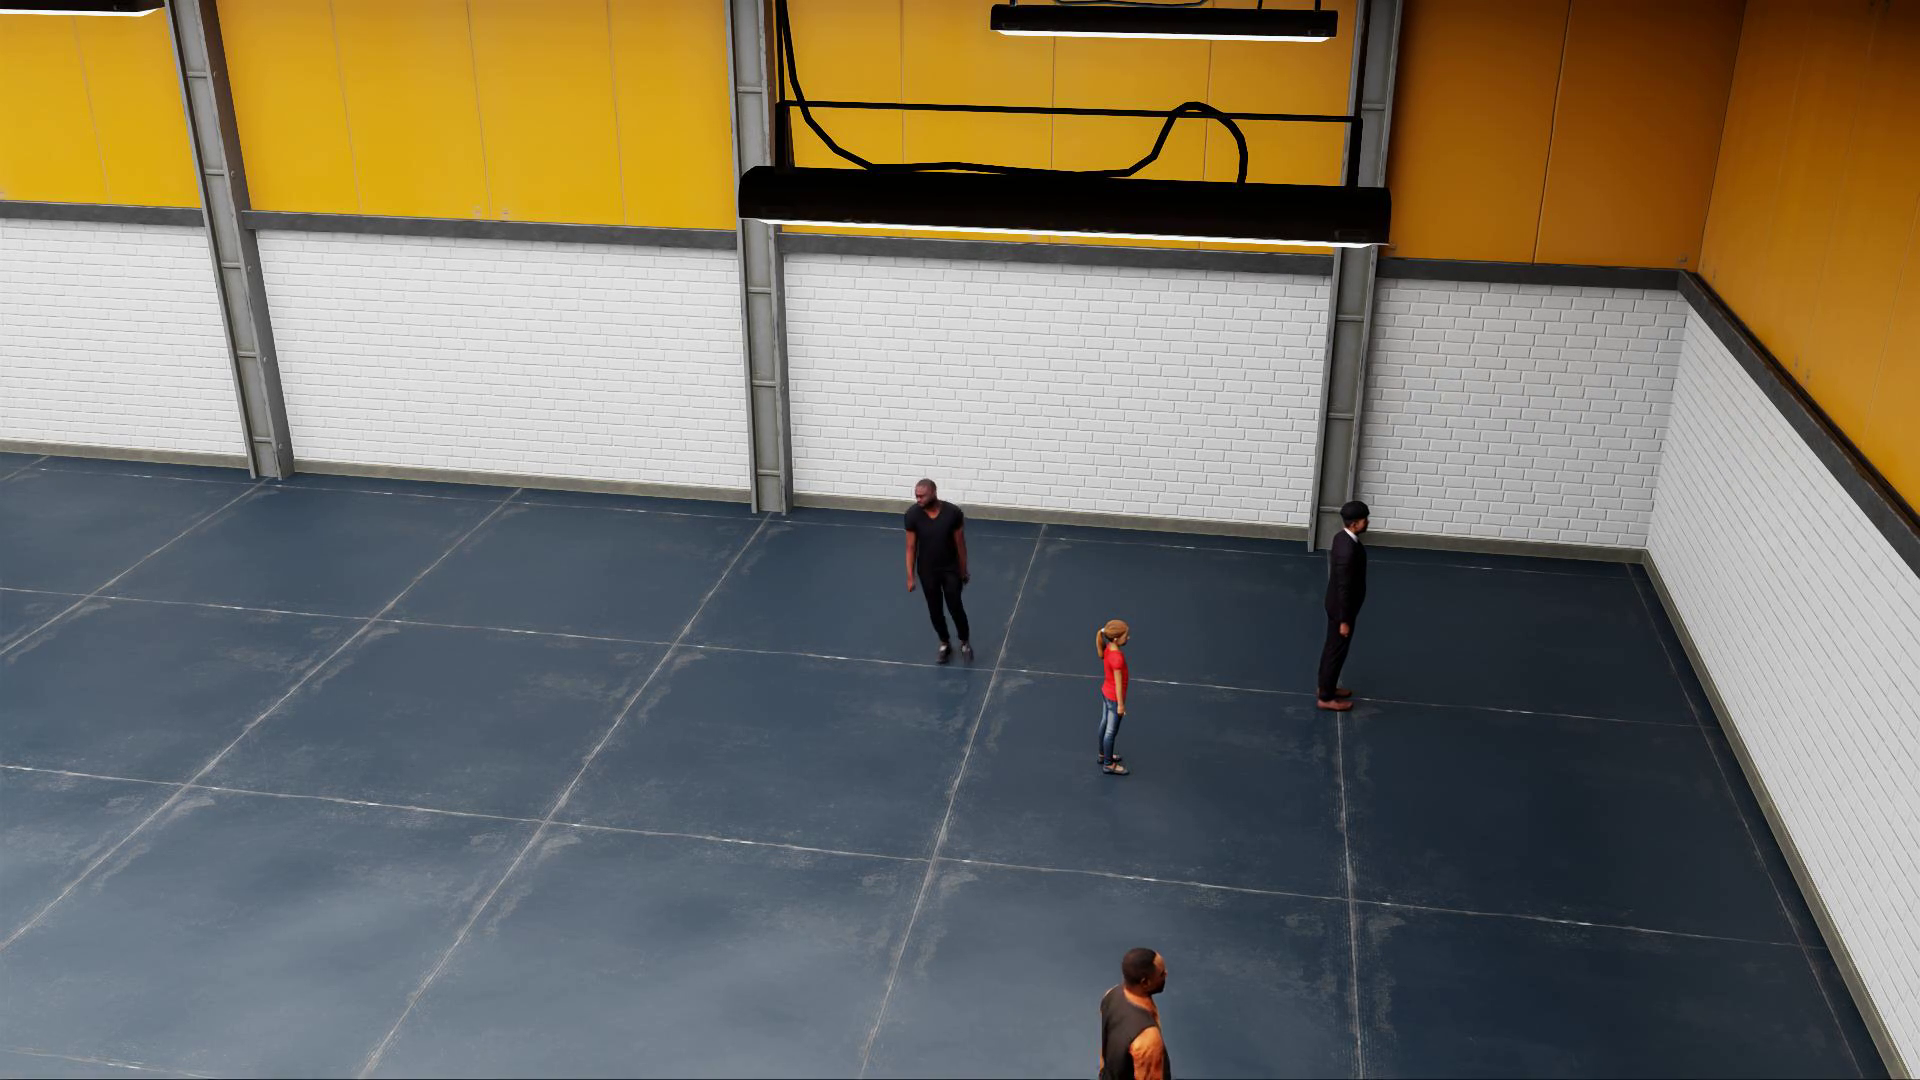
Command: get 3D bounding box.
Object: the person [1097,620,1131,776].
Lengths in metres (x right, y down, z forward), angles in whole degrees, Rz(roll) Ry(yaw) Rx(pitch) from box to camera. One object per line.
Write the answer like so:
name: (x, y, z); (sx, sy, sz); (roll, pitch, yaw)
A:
person: (1.206, 1.222, 13.136); (0.567, 1.310, 0.550); (-3, 24, -7)

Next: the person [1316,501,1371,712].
person: (3.197, 0.545, 13.973); (0.541, 1.879, 0.682); (5, 24, 11)

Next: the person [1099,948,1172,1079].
person: (0.783, 2.933, 8.509); (1.264, 1.880, 0.951); (-4, 24, -9)

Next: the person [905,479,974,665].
person: (-0.154, 0.269, 14.730); (0.573, 1.779, 0.834); (-3, 24, -7)
